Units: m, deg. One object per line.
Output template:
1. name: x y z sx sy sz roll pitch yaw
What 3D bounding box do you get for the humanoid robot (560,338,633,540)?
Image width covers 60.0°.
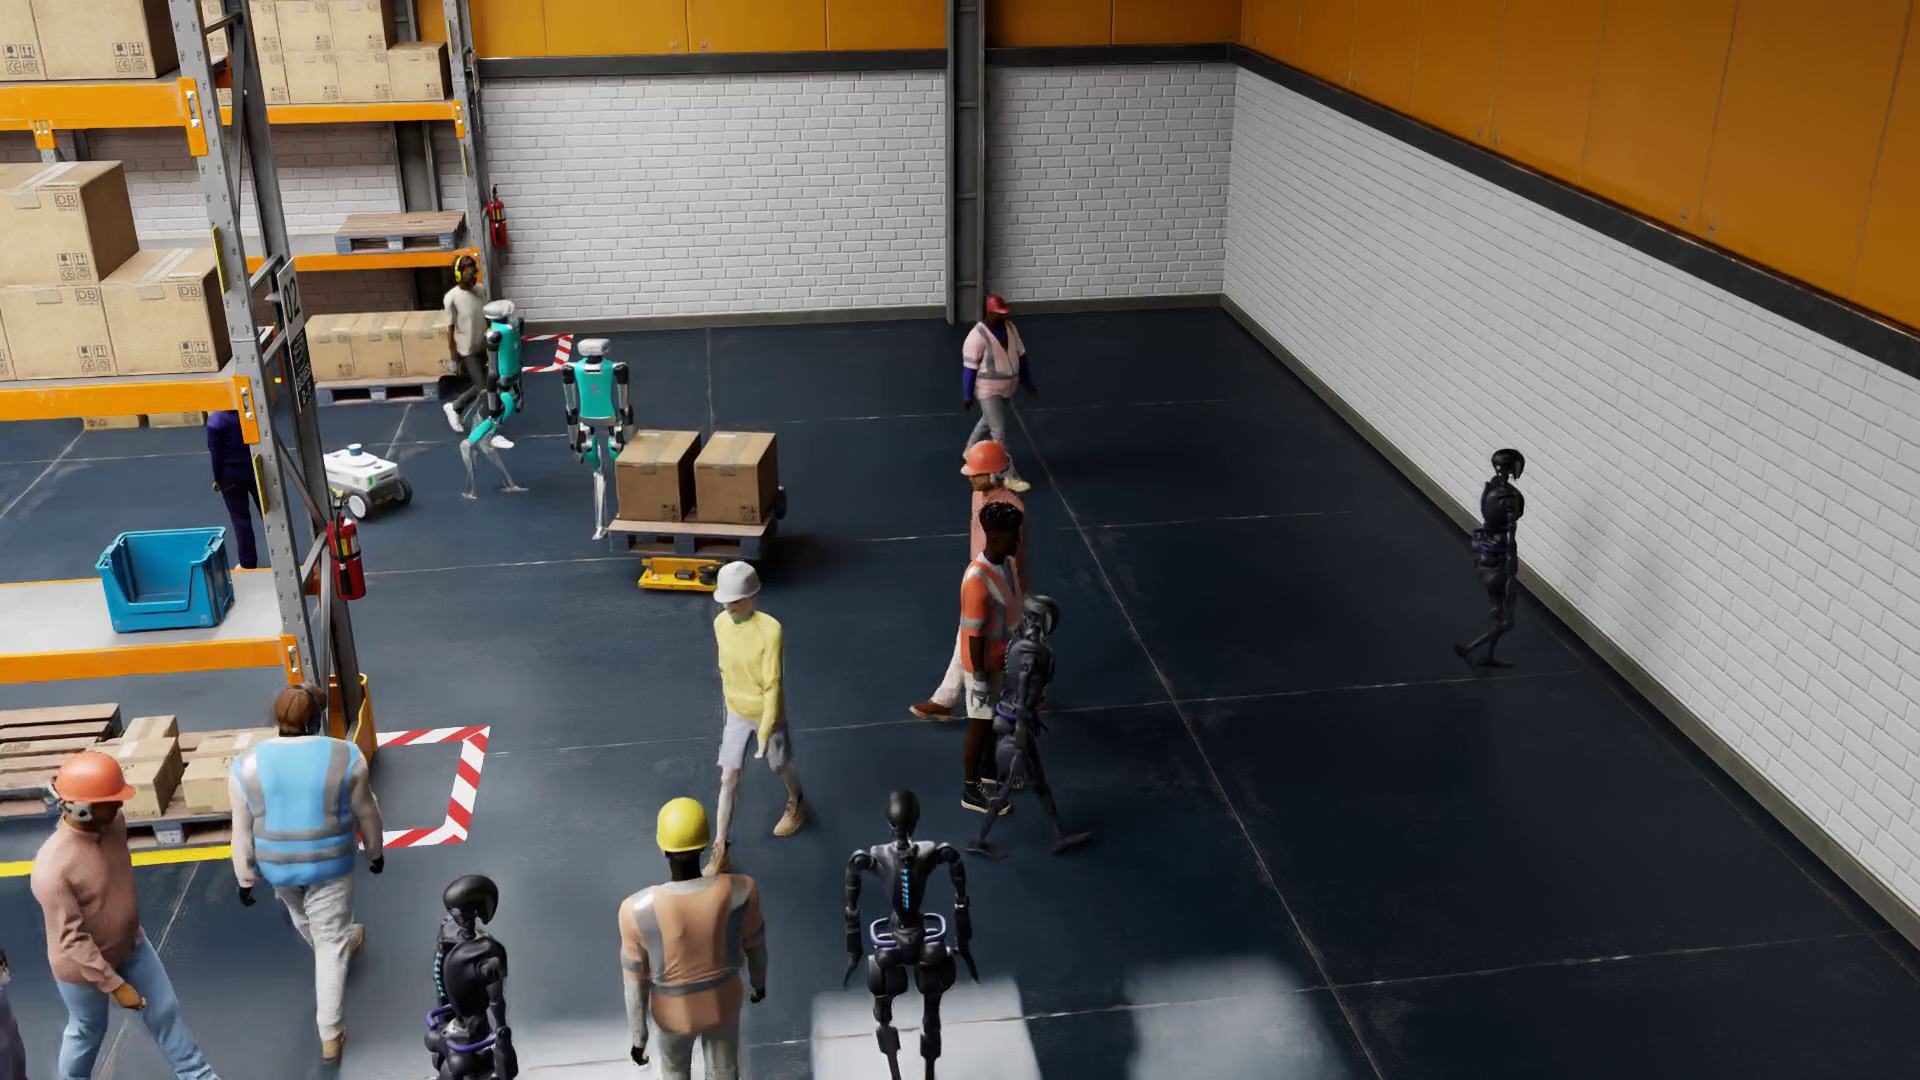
1. humanoid robot: -2.876 -0.844 13.475 0.530 1.763 0.703 -1 24 -3

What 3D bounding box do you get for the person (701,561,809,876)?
1. person: -1.160 0.959 9.267 0.470 1.843 0.954 11 26 23

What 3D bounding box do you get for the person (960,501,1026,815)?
1. person: 0.192 0.674 9.764 0.368 1.958 0.604 8 25 18

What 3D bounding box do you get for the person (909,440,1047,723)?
1. person: 0.166 0.304 10.617 0.993 1.941 0.627 -13 27 -27

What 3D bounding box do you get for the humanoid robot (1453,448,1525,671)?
1. humanoid robot: 3.652 0.133 11.356 0.485 1.644 0.596 0 24 0

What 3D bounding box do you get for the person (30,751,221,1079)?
1. person: -3.691 1.791 7.259 0.943 1.935 0.600 4 24 9

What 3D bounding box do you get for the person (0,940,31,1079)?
1. person: -3.695 2.249 6.598 0.671 1.613 0.502 -4 24 -8

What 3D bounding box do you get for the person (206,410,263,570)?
1. person: -5.550 -0.505 12.860 0.349 1.621 0.452 20 31 38

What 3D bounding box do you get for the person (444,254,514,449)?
1. person: -4.558 -1.773 15.477 0.746 1.849 0.527 11 26 23

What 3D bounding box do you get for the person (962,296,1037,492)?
1. person: 0.297 -1.343 14.672 0.925 1.711 0.617 21 31 39

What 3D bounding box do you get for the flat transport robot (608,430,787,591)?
1. flat transport robot: -2.065 0.034 13.320 0.659 0.231 1.431 2 24 5

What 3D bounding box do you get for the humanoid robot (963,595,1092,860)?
1. humanoid robot: 0.387 1.061 9.261 0.737 1.619 0.608 3 24 7

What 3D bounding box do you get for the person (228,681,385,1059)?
1. person: -3.112 1.529 8.030 0.662 1.783 0.958 -2 24 -5

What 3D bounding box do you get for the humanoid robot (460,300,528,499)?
1. humanoid robot: -4.104 -1.189 14.315 0.822 1.804 0.538 5 24 12

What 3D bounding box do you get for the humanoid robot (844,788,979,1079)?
1. humanoid robot: -0.217 1.848 7.412 0.609 1.651 0.340 -3 24 -7

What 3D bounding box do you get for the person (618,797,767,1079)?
1. person: -1.123 1.897 7.065 0.616 1.871 0.978 -7 25 -16

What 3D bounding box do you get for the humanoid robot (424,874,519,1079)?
1. humanoid robot: -2.024 2.131 6.800 0.472 1.645 0.612 -20 31 -38

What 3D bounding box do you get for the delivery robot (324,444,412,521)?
1. delivery robot: -5.123 -0.520 14.229 0.790 0.597 0.499 14 27 29
